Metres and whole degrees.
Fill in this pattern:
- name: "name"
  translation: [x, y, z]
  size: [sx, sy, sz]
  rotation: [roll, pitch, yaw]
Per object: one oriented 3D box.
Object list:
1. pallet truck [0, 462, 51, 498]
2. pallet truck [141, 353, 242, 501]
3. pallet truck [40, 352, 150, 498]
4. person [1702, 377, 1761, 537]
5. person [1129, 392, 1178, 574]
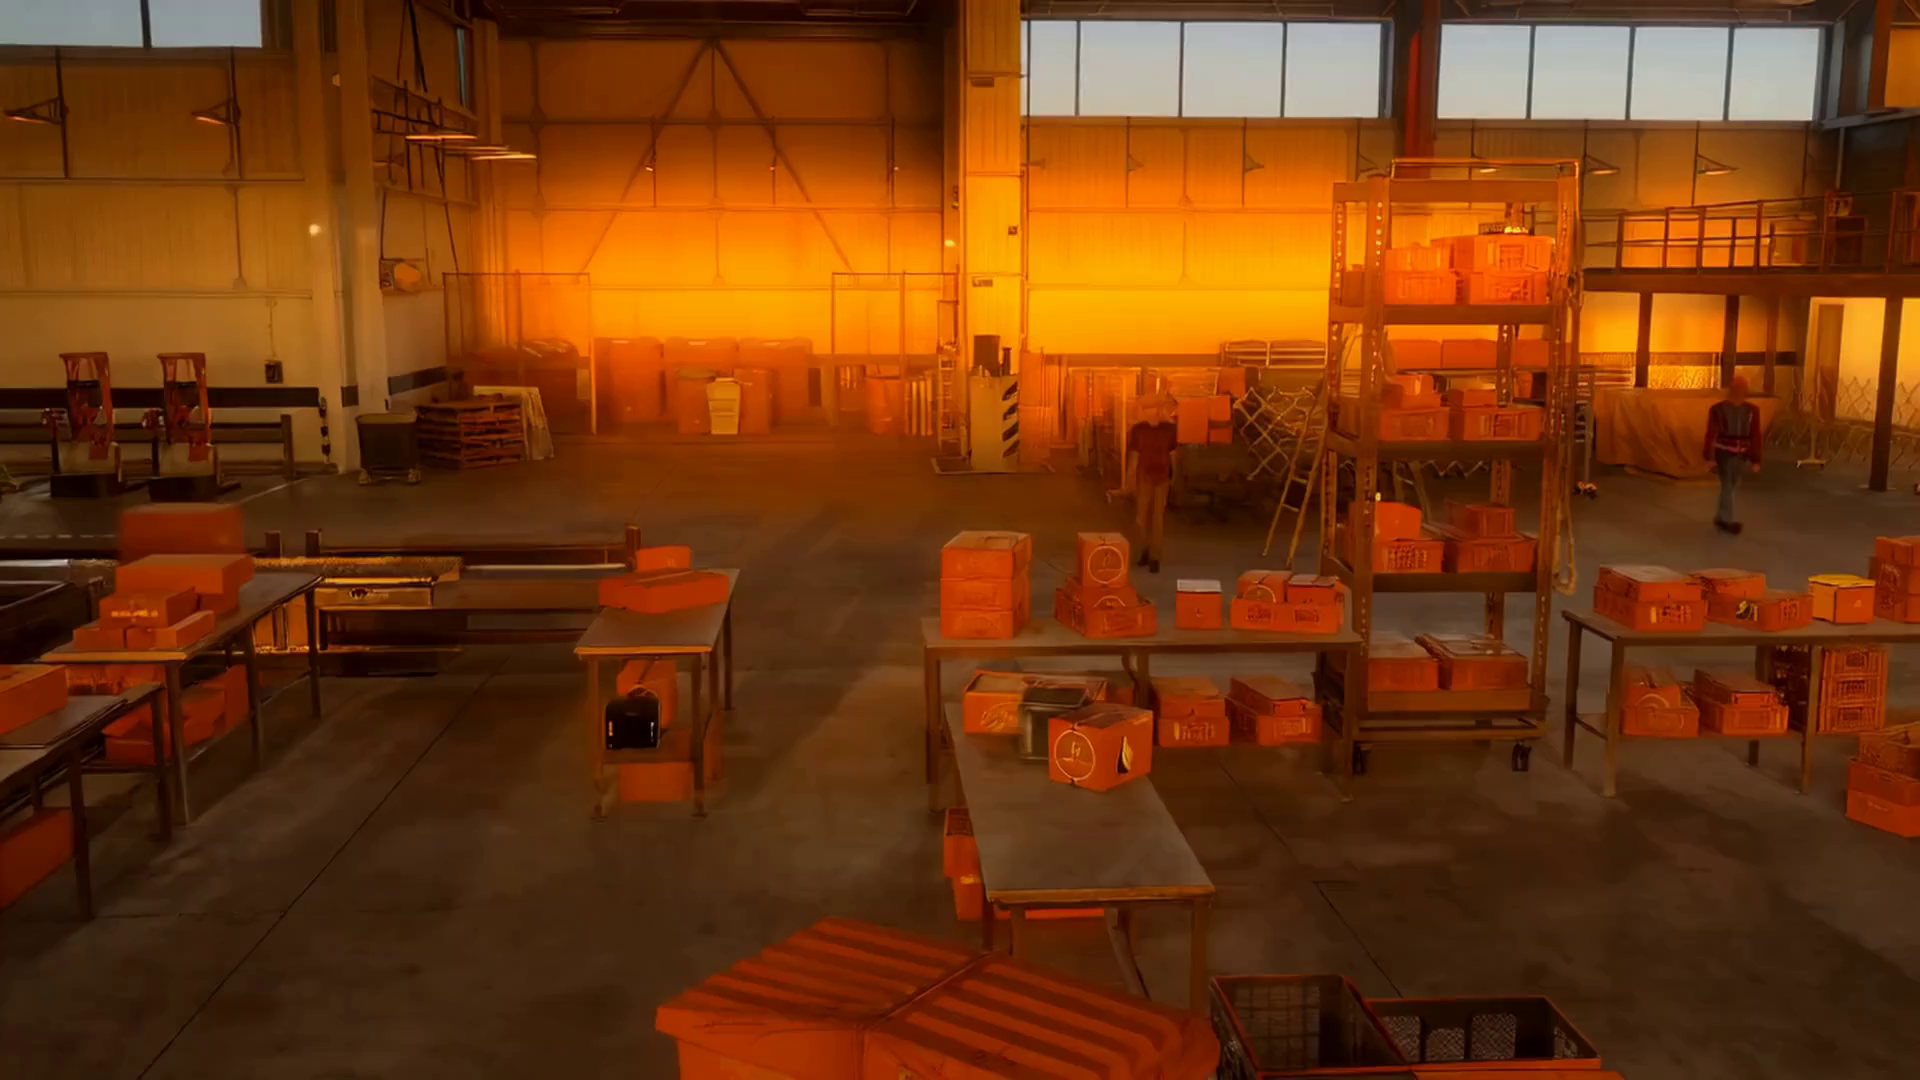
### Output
- name: "pallet truck"
  translation: [-13.193, -1.293, 23.148]
  size: [0.653, 1.274, 1.630]
  rotation: [-1, 9, -4]
- name: "pallet truck"
  translation: [-10.520, -1.604, 22.925]
  size: [0.823, 1.965, 1.885]
  rotation: [-1, 9, -6]
- name: "pallet truck"
  translation: [-11.907, -1.642, 23.165]
  size: [0.823, 1.965, 1.885]
  rotation: [0, 9, 0]
- name: "person"
  translation: [9.043, -0.968, 19.409]
  size: [0.599, 1.833, 0.976]
  rotation: [0, 9, -2]
- name: "person"
  translation: [1.964, -0.579, 16.924]
  size: [0.507, 1.859, 0.374]
  rotation: [2, 9, 13]
